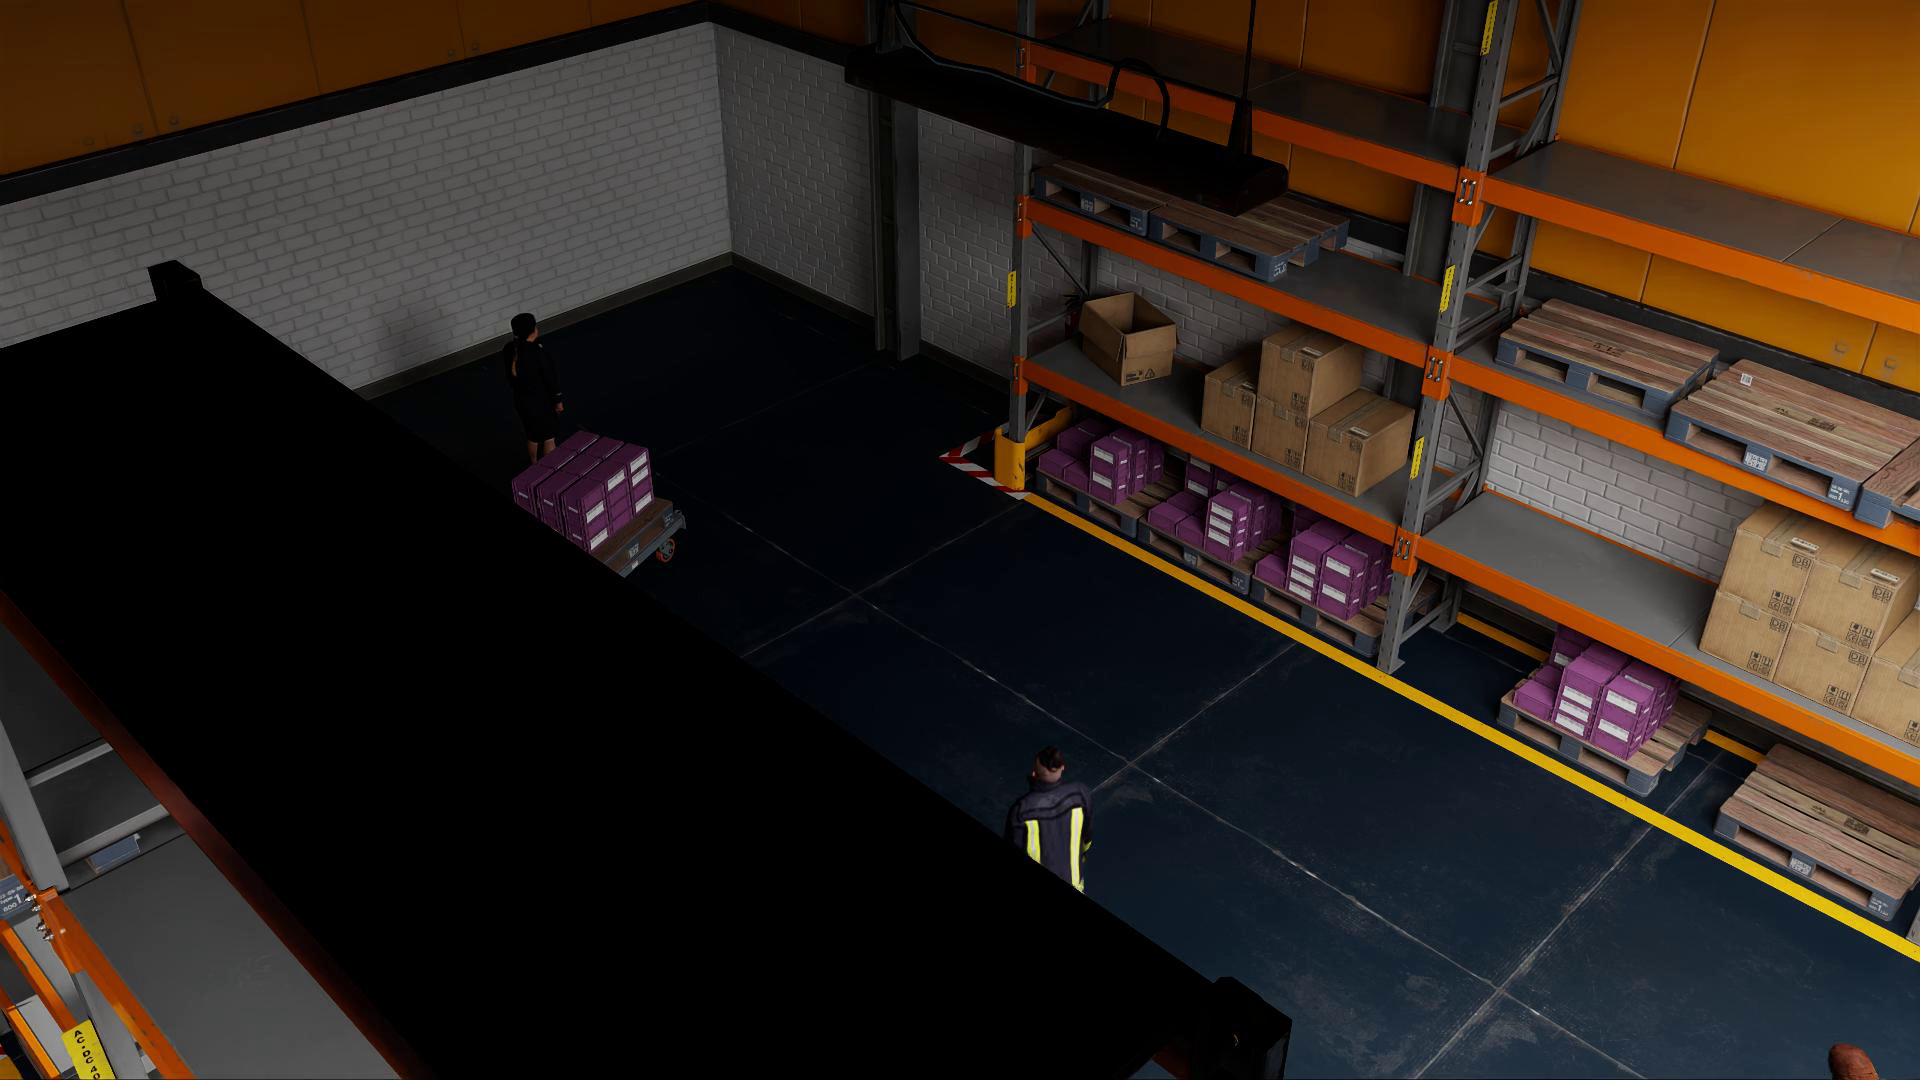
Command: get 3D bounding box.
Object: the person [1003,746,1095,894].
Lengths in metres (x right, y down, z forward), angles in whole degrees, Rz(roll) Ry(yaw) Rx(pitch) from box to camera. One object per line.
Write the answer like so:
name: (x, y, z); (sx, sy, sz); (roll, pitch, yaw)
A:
person: (0.547, 1.985, 9.953); (1.018, 1.837, 1.205); (-11, 35, -17)

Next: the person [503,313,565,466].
person: (-3.825, -1.254, 14.975); (0.683, 1.671, 0.836); (16, 37, 22)
